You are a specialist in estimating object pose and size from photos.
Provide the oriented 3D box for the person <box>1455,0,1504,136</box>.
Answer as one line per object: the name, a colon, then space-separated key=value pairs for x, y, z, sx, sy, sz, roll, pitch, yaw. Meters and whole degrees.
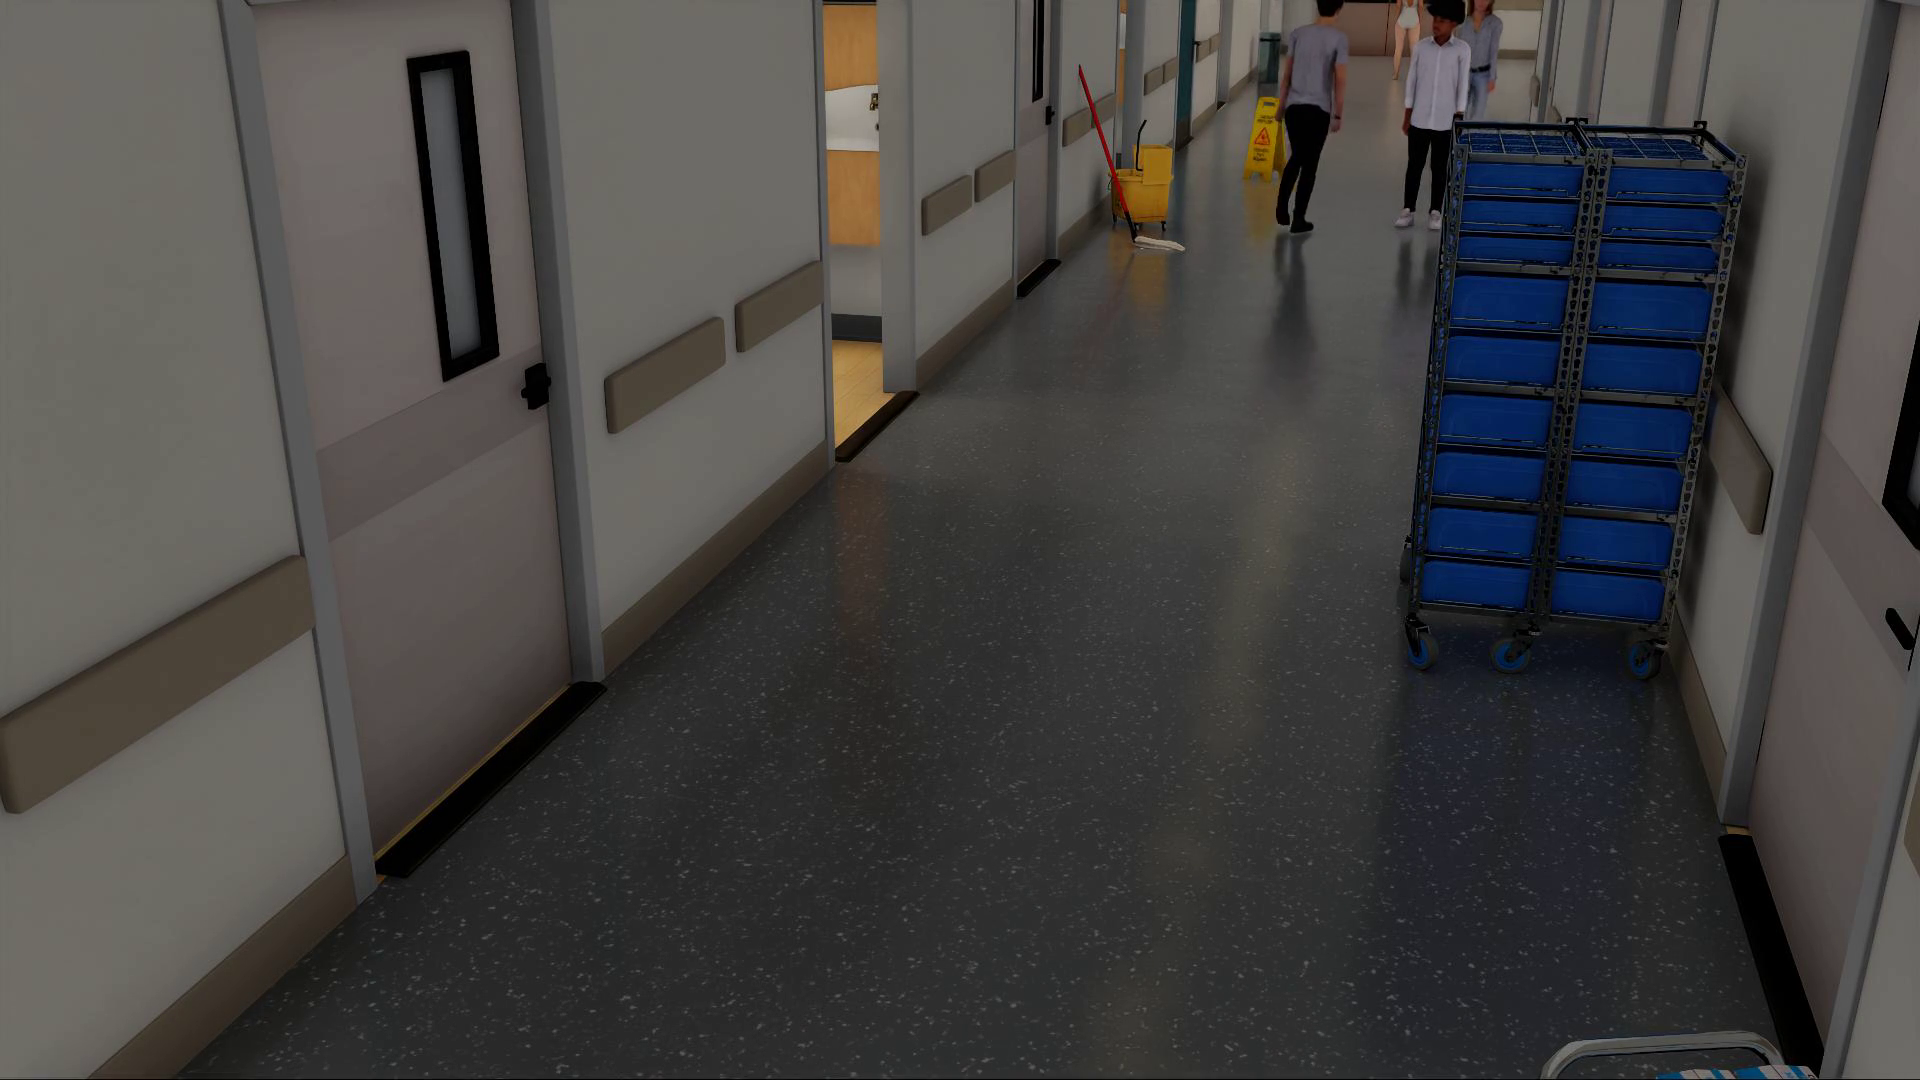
person: x=4.900 y=-4.336 z=15.762 sx=0.804 sy=1.773 sz=1.075 roll=14 pitch=25 yaw=33

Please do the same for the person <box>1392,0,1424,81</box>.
person: x=6.742 y=-7.771 z=25.013 sx=0.537 sy=1.644 sz=0.469 roll=6 pitch=21 yaw=14

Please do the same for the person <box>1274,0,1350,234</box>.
person: x=2.676 y=-3.327 z=13.010 sx=0.834 sy=1.835 sz=0.867 roll=16 pitch=26 yaw=35

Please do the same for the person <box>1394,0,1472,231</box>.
person: x=3.765 y=-3.388 z=13.209 sx=0.662 sy=1.808 sz=0.609 roll=9 pitch=23 yaw=23
